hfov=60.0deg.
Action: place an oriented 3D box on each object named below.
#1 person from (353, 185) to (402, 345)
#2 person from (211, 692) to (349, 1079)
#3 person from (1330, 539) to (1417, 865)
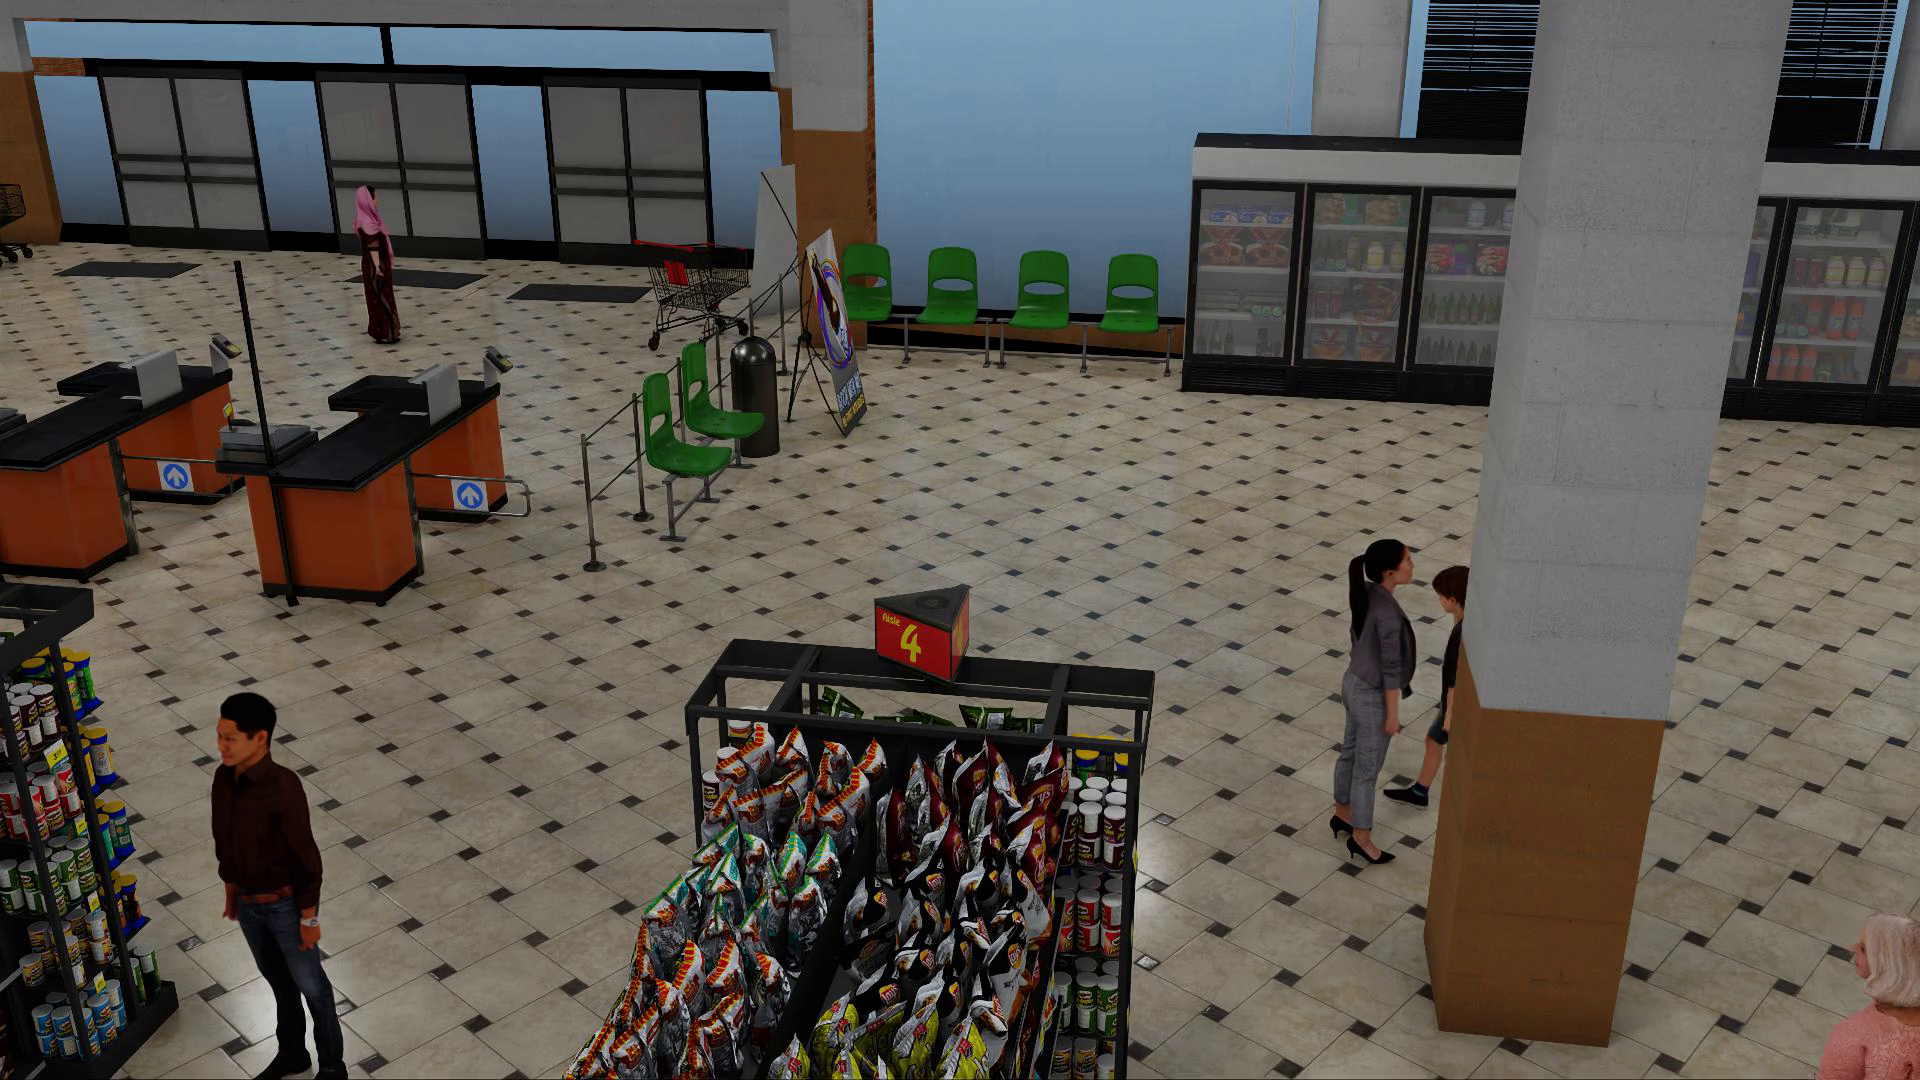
[{"bbox_3d":[-6.068,-2.865,17.275,0.814,1.639,0.699,-7,23,-16],"label":"person"},{"bbox_3d":[-2.661,1.393,6.484,0.705,1.782,0.635,11,24,26],"label":"person"},{"bbox_3d":[2.009,0.776,8.159,0.738,1.678,0.607,-2,22,-6],"label":"person"}]
